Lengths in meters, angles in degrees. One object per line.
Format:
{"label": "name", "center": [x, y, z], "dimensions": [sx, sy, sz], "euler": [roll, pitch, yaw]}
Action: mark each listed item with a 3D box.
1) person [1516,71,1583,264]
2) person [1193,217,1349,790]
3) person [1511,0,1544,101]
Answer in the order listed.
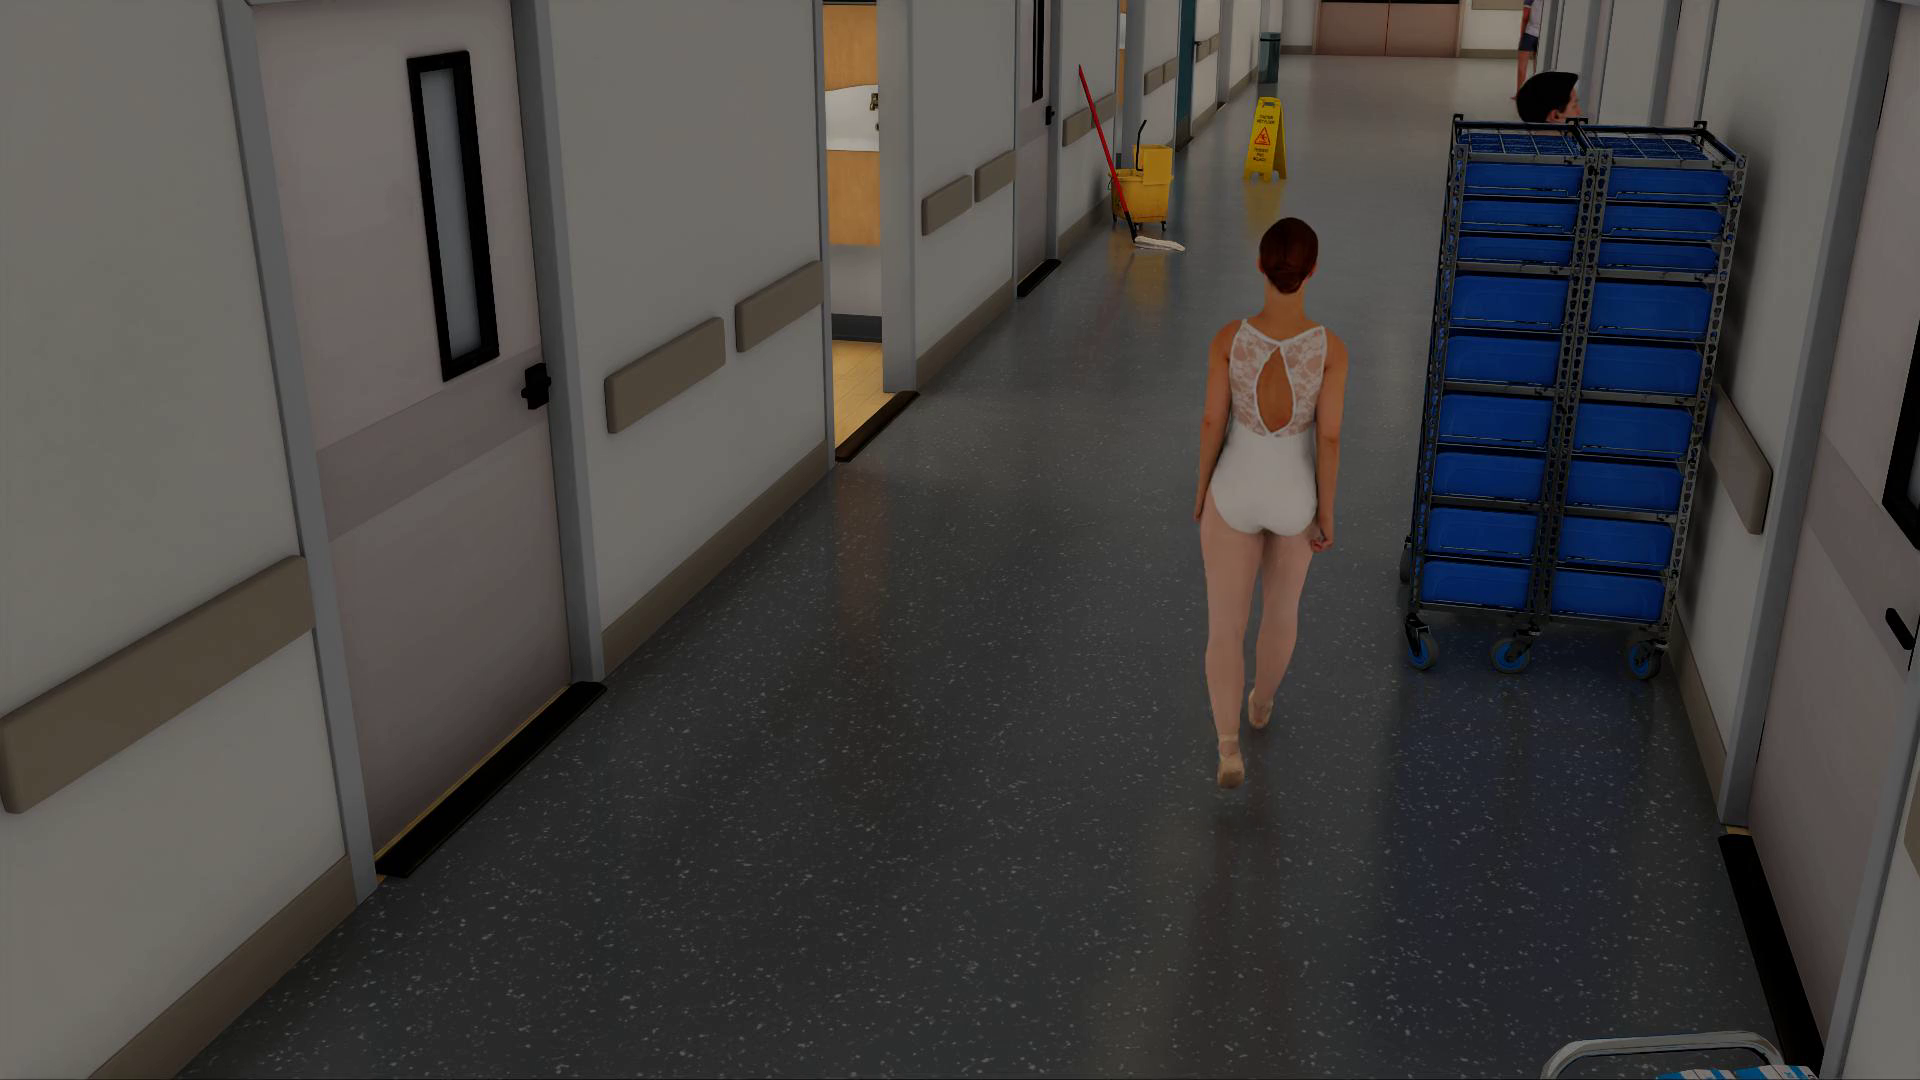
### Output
{"label": "person", "center": [2.168, -0.854, 6.440], "dimensions": [0.792, 1.863, 0.619], "euler": [-2, 21, -4]}
{"label": "person", "center": [0.853, -0.064, 4.709], "dimensions": [0.615, 1.613, 1.021], "euler": [3, 21, 8]}
{"label": "person", "center": [7.680, -6.720, 22.270], "dimensions": [0.635, 1.621, 0.647], "euler": [-5, 21, -12]}
